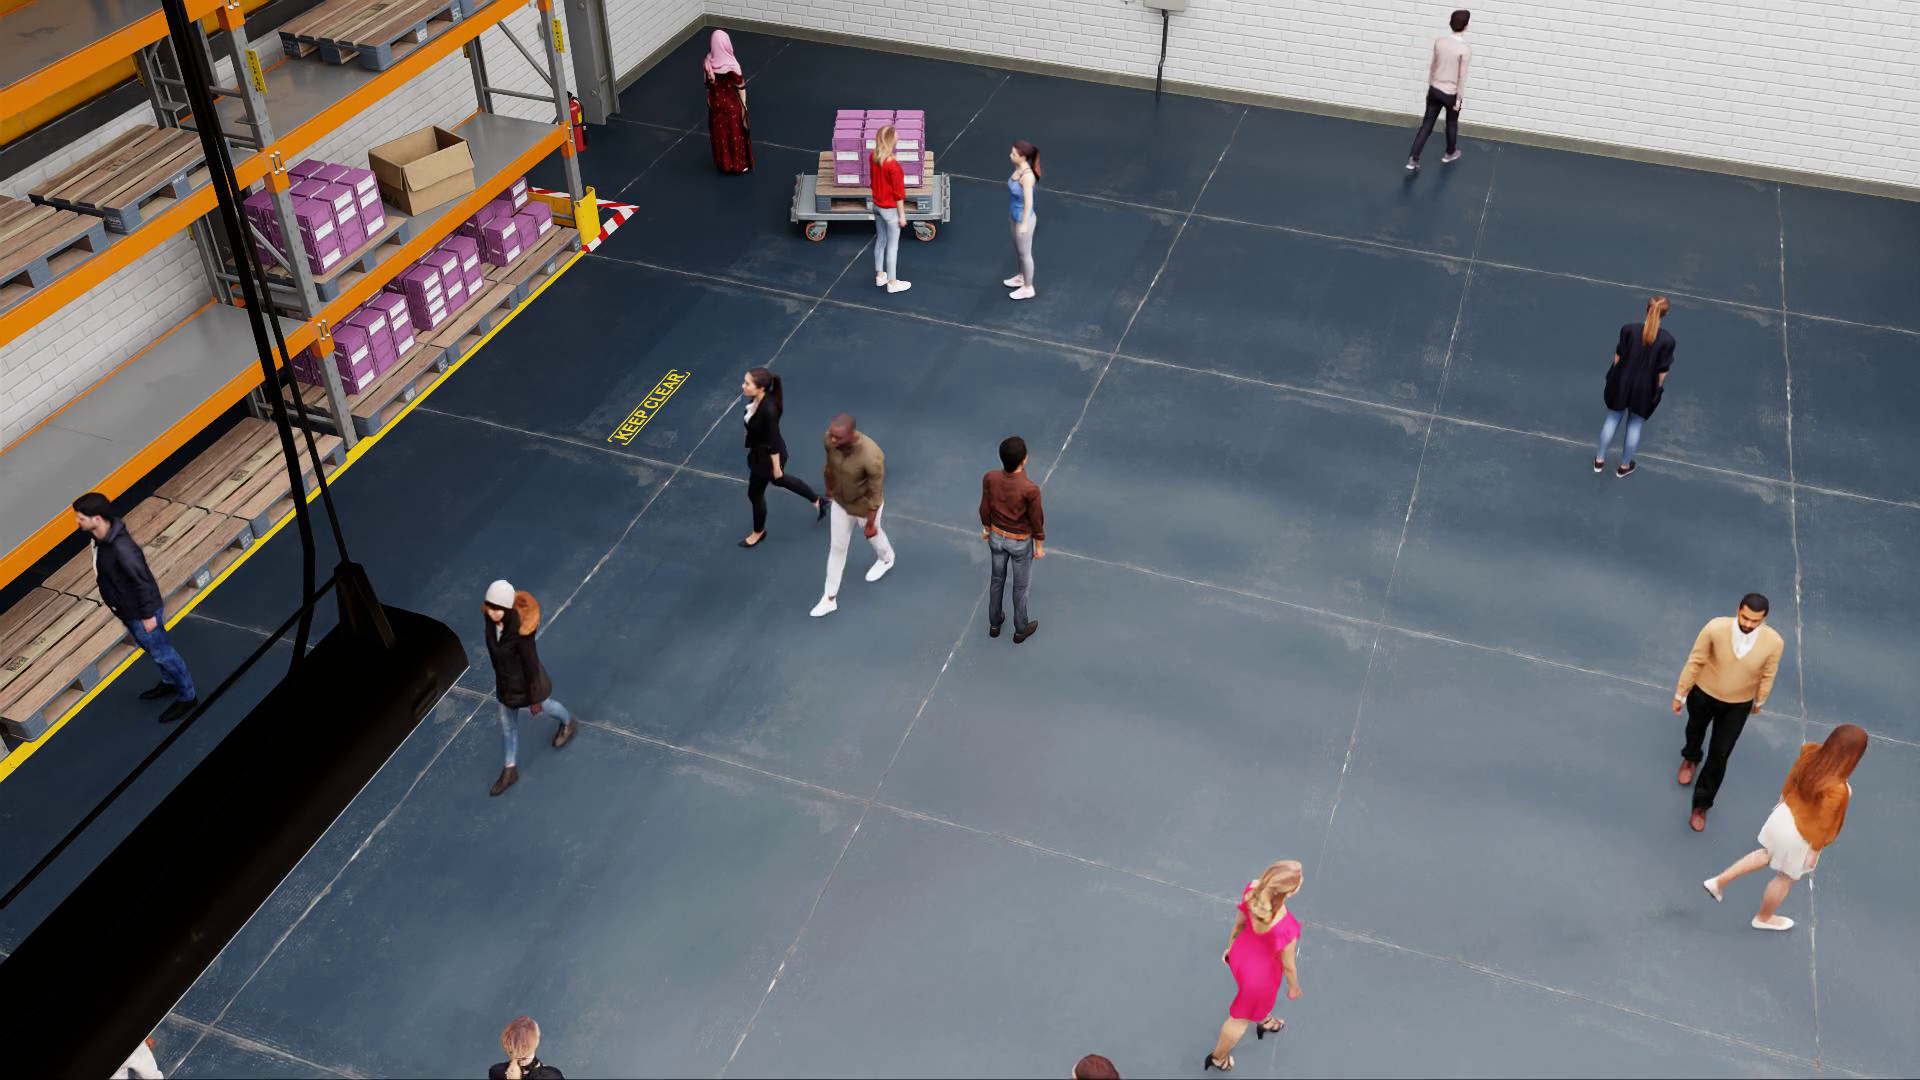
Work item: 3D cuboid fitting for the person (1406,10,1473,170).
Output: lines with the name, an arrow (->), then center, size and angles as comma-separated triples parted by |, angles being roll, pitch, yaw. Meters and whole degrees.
person -> 5.231, -4.855, 18.124 | 1.198, 1.774, 0.956 | -31, 48, -33

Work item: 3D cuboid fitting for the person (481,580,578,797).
person -> -2.869, 0.890, 11.072 | 0.750, 1.595, 1.098 | 20, 43, 23

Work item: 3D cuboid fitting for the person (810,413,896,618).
person -> -0.709, -0.302, 12.432 | 0.966, 1.763, 1.261 | 24, 45, 27

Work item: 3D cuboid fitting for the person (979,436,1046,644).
person -> 0.370, 0.003, 12.034 | 0.665, 1.782, 0.550 | 17, 42, 20

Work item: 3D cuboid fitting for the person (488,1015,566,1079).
person -> -2.077, 3.034, 8.257 | 0.645, 1.758, 0.666 | 6, 39, 8

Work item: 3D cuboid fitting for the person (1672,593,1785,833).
person -> 4.986, 0.972, 10.869 | 0.792, 1.722, 1.056 | 20, 43, 23

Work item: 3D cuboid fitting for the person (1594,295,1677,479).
person -> 5.557, -1.273, 13.712 | 0.680, 1.683, 0.635 | 22, 44, 25

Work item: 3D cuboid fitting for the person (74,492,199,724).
person -> -5.638, 0.428, 11.412 | 0.736, 1.894, 0.759 | -31, 48, -33

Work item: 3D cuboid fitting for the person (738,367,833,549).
person -> -1.411, -0.665, 12.991 | 0.998, 1.633, 1.052 | -8, 39, -10

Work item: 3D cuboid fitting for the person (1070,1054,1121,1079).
person -> 0.667, 3.096, 8.152 | 0.702, 1.794, 0.582 | -4, 39, -5

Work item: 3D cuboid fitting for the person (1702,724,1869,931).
person -> 4.919, 1.729, 9.932 | 0.836, 1.710, 0.857 | 0, 39, 0

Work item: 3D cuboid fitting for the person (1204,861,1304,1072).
person -> 1.547, 2.385, 9.112 | 0.923, 1.706, 0.864 | -17, 42, -20

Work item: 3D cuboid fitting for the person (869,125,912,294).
person -> -0.706, -3.213, 16.123 | 0.689, 1.704, 0.688 | -26, 45, -29

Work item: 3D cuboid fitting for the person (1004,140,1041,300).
person -> 0.600, -3.103, 16.063 | 0.707, 1.608, 0.603 | -6, 39, -7

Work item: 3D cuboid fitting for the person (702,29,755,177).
person -> -2.546, -4.771, 18.126 | 0.646, 1.639, 0.582 | 13, 41, 16
